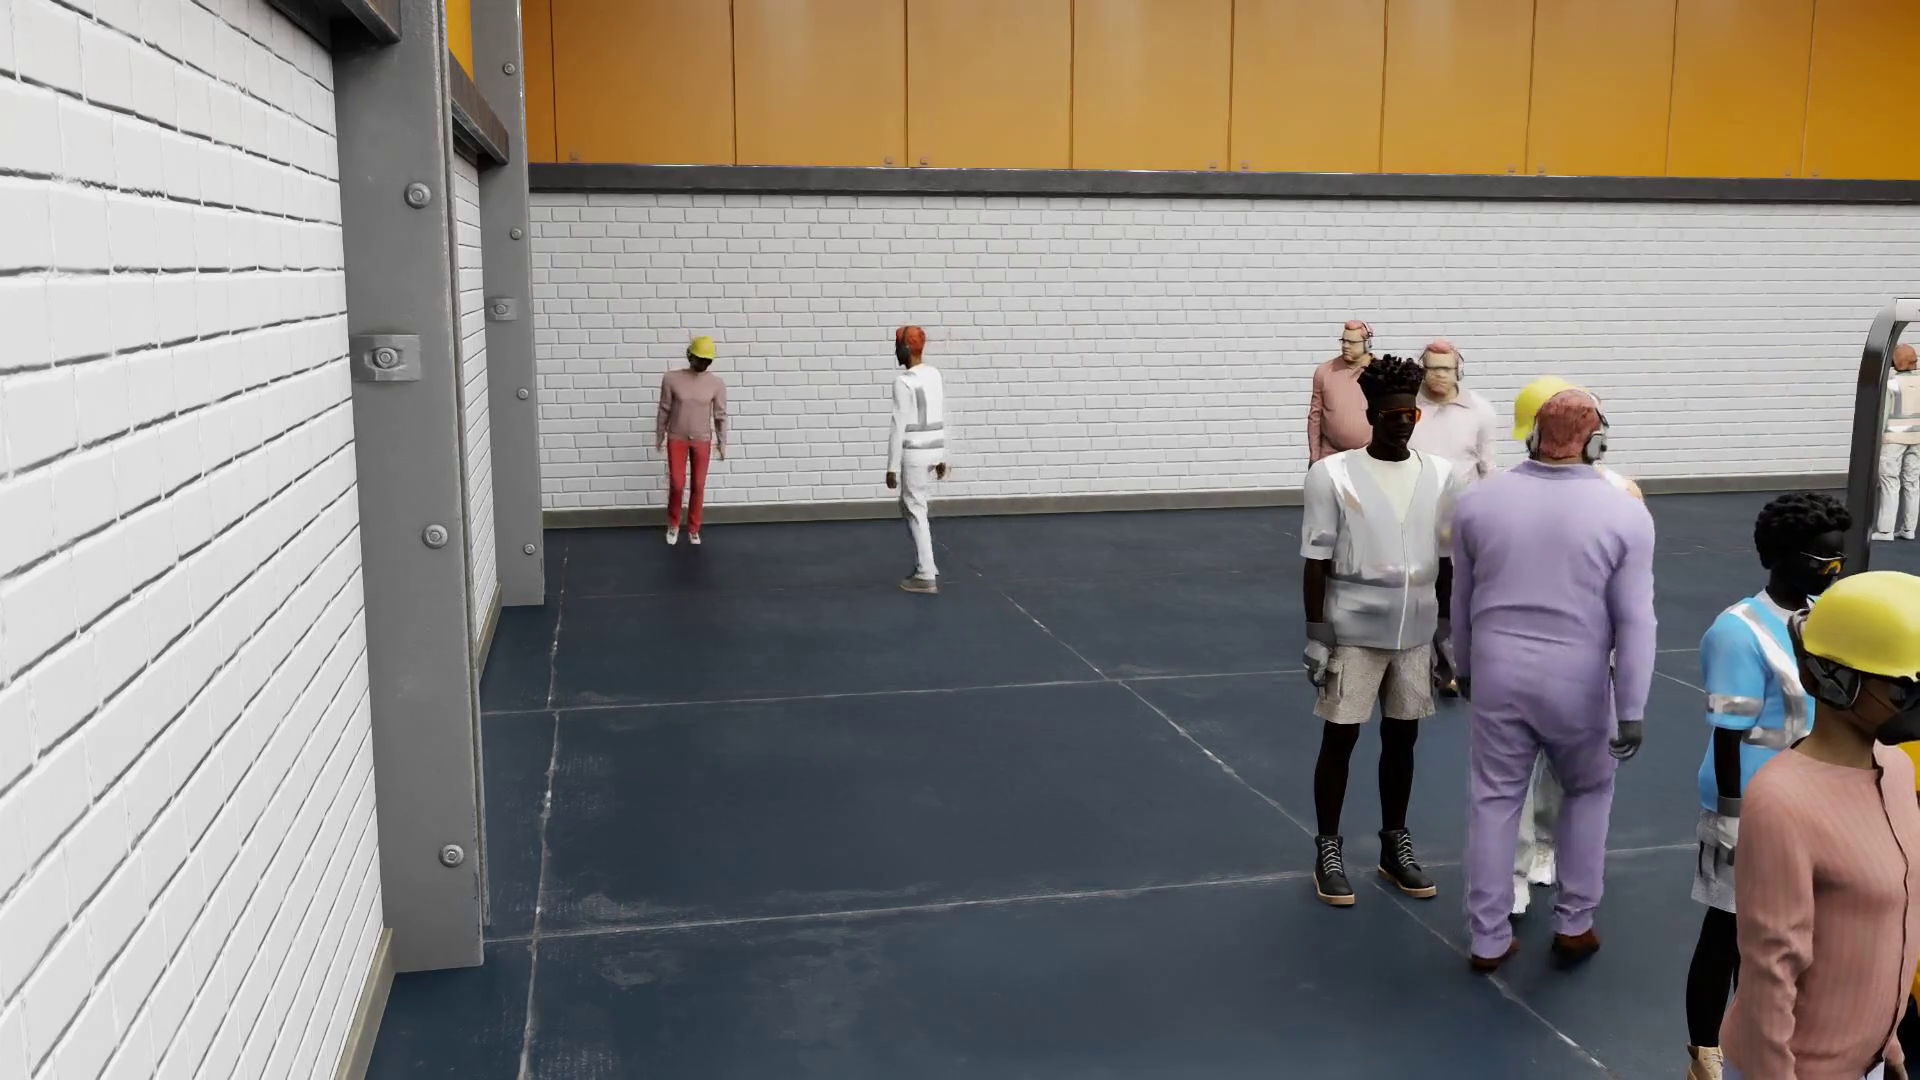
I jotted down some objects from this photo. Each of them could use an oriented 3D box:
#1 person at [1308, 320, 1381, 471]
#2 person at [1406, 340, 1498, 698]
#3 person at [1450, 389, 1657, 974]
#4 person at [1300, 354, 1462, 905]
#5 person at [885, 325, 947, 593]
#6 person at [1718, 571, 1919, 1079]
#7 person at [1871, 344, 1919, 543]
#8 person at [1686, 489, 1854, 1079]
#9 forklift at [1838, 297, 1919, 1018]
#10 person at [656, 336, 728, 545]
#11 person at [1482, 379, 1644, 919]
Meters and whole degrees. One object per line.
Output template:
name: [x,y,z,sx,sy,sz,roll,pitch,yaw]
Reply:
person: [2.755,-0.591,11.704,0.639,1.904,0.402,4,10,23]
person: [2.480,-0.103,8.805,0.658,1.875,0.885,3,10,19]
person: [1.905,0.456,5.390,0.682,1.883,0.635,6,11,33]
person: [1.507,0.320,5.955,0.606,1.966,0.367,-2,10,-13]
person: [-0.332,-0.558,11.603,0.494,1.863,0.617,5,11,28]
person: [1.518,0.921,2.913,0.523,1.765,0.316,-8,12,-40]
person: [7.748,-0.792,13.734,0.514,1.636,0.315,-3,10,-15]
person: [2.166,0.704,4.439,0.532,1.695,0.319,-6,11,-34]
forklift: [3.542,0.334,5.177,2.313,2.155,1.214,-9,13,-43]
person: [-2.162,-0.790,13.458,0.555,1.714,0.555,-3,10,-15]
person: [2.059,0.382,5.835,0.578,1.872,0.934,4,10,22]
